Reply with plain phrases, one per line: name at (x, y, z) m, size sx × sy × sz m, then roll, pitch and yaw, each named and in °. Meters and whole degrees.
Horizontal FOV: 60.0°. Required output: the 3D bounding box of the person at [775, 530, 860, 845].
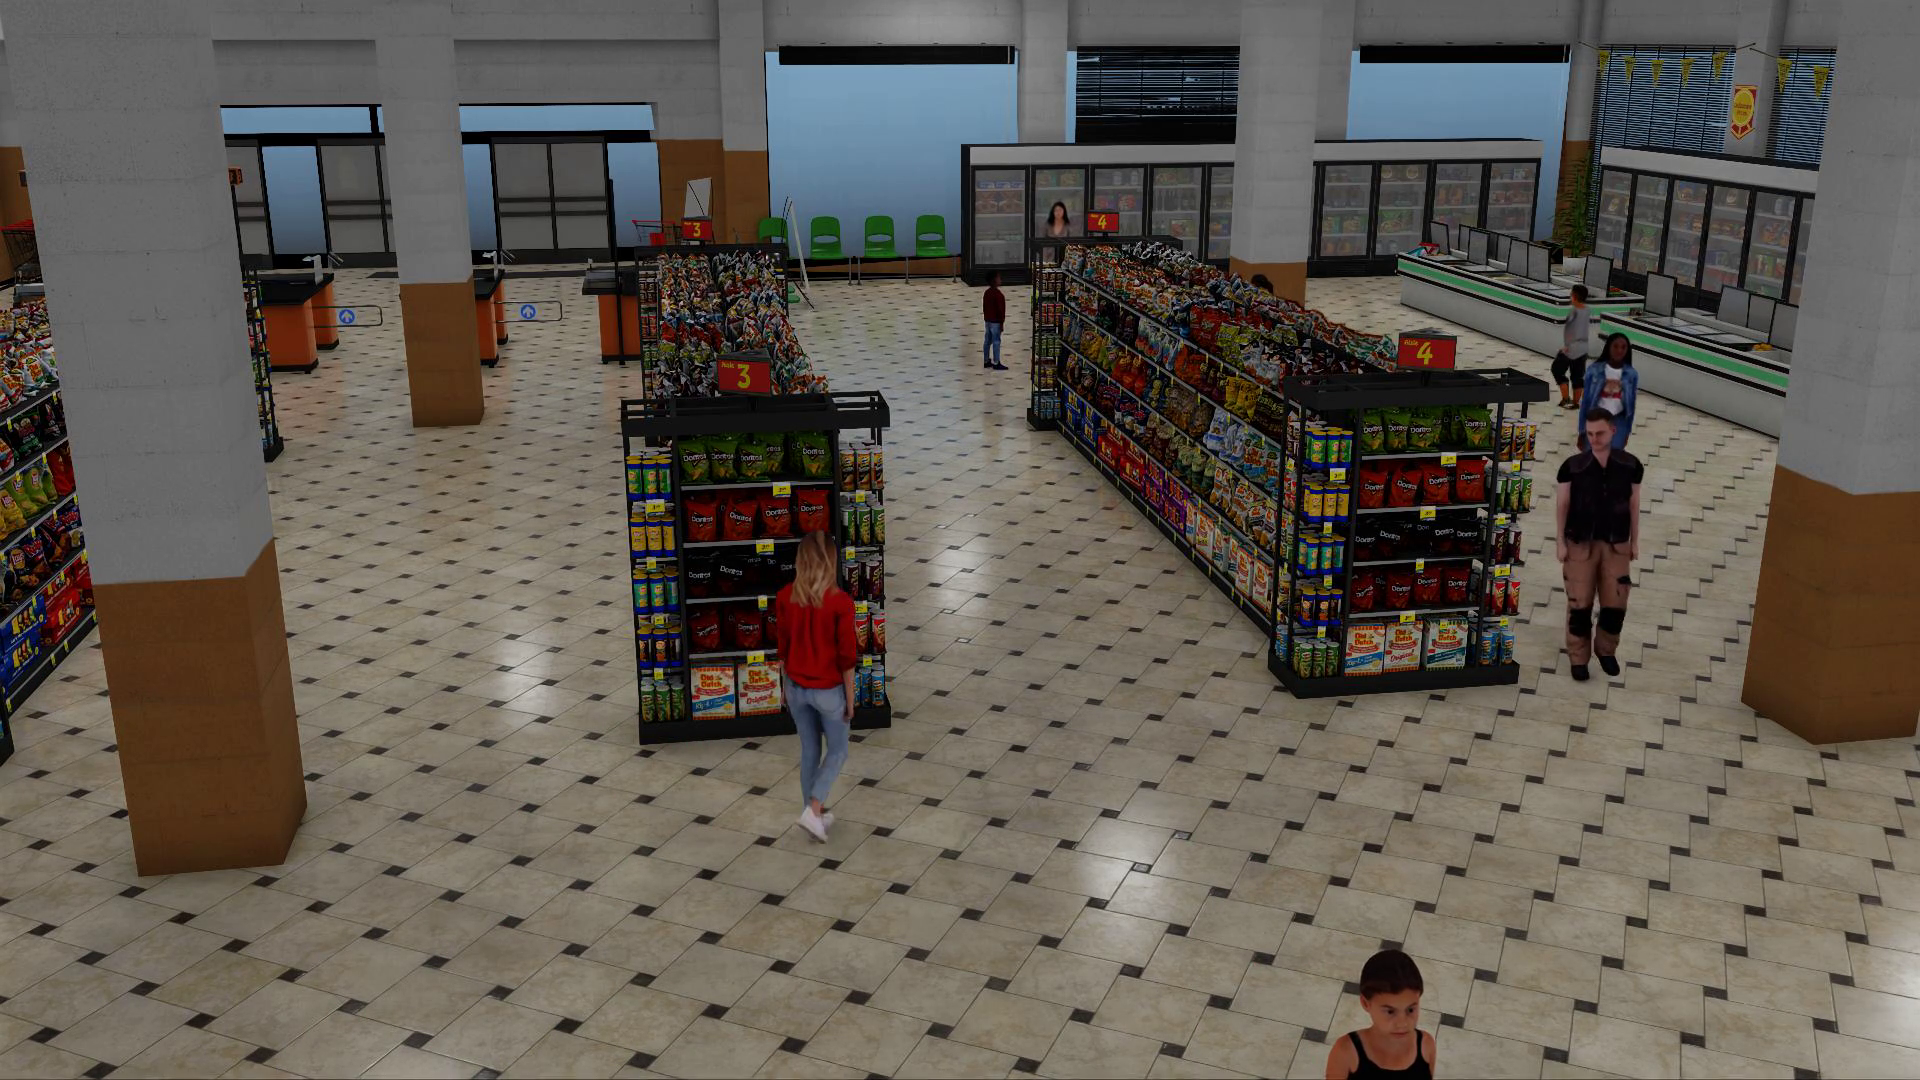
person at (-0.760, 0.800, 8.451) m, size 0.811 × 1.693 × 0.906 m, roll 5°, pitch 18°, yaw 16°

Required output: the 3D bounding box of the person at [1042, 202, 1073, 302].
person at (1.429, -4.124, 24.667) m, size 0.884 × 1.693 × 1.172 m, roll 4°, pitch 17°, yaw 12°

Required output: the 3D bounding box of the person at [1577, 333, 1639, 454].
person at (5.448, -0.916, 14.121) m, size 0.918 × 1.681 × 1.168 m, roll 5°, pitch 18°, yaw 15°

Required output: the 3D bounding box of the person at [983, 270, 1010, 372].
person at (0.423, -2.769, 20.960) m, size 0.634 × 1.254 × 0.532 m, roll -12°, pitch 20°, yaw -34°

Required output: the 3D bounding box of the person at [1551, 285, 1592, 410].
person at (6.992, -2.197, 18.750) m, size 0.617 × 1.443 × 0.620 m, roll -7°, pitch 18°, yaw -20°

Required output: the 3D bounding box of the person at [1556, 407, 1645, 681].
person at (4.136, 0.006, 10.846) m, size 0.815 × 1.821 × 0.806 m, roll 3°, pitch 17°, yaw 9°

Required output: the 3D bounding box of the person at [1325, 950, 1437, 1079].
person at (1.233, 1.925, 4.969) m, size 0.536 × 1.564 × 0.502 m, roll -4°, pitch 17°, yaw -12°
